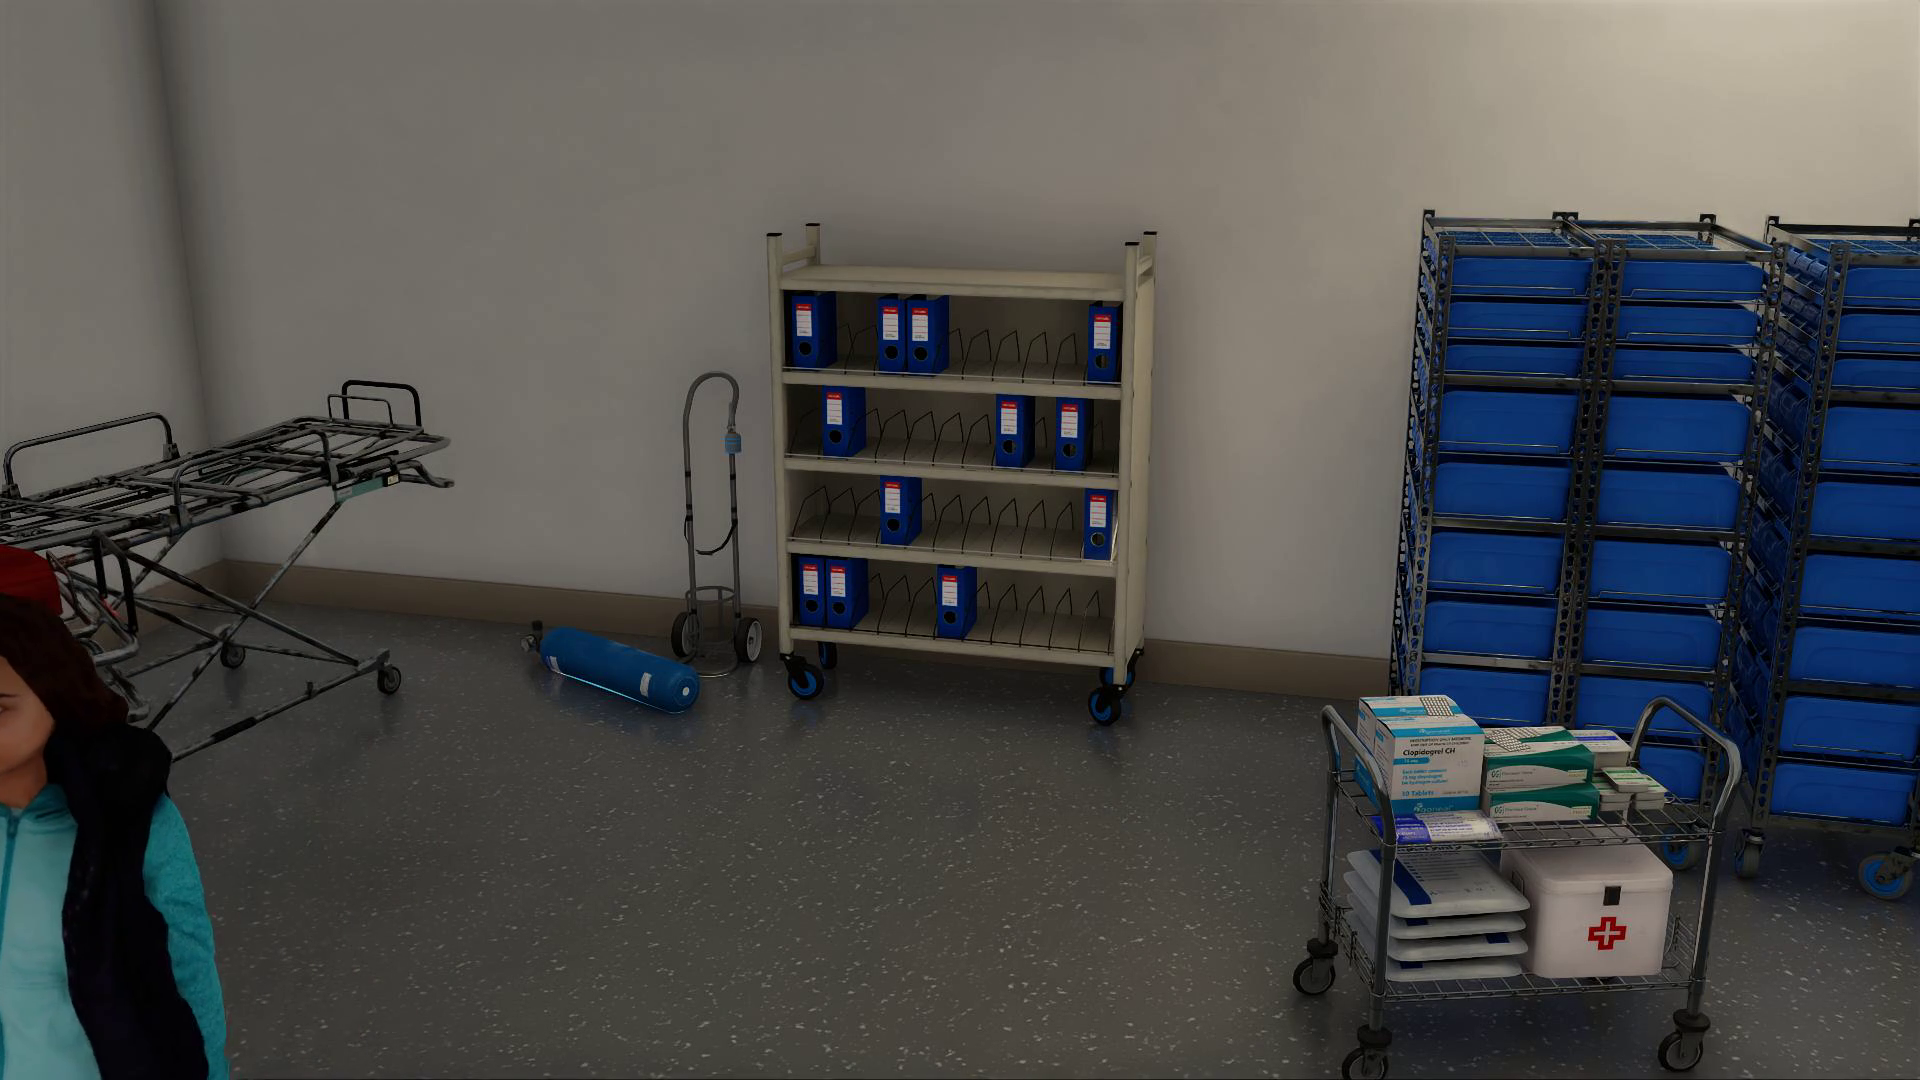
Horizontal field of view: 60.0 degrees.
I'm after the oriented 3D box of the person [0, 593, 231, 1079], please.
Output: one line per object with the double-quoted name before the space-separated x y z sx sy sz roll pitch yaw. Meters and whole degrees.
"person" -1.270 0.774 2.448 0.657 1.481 0.796 1 16 4
